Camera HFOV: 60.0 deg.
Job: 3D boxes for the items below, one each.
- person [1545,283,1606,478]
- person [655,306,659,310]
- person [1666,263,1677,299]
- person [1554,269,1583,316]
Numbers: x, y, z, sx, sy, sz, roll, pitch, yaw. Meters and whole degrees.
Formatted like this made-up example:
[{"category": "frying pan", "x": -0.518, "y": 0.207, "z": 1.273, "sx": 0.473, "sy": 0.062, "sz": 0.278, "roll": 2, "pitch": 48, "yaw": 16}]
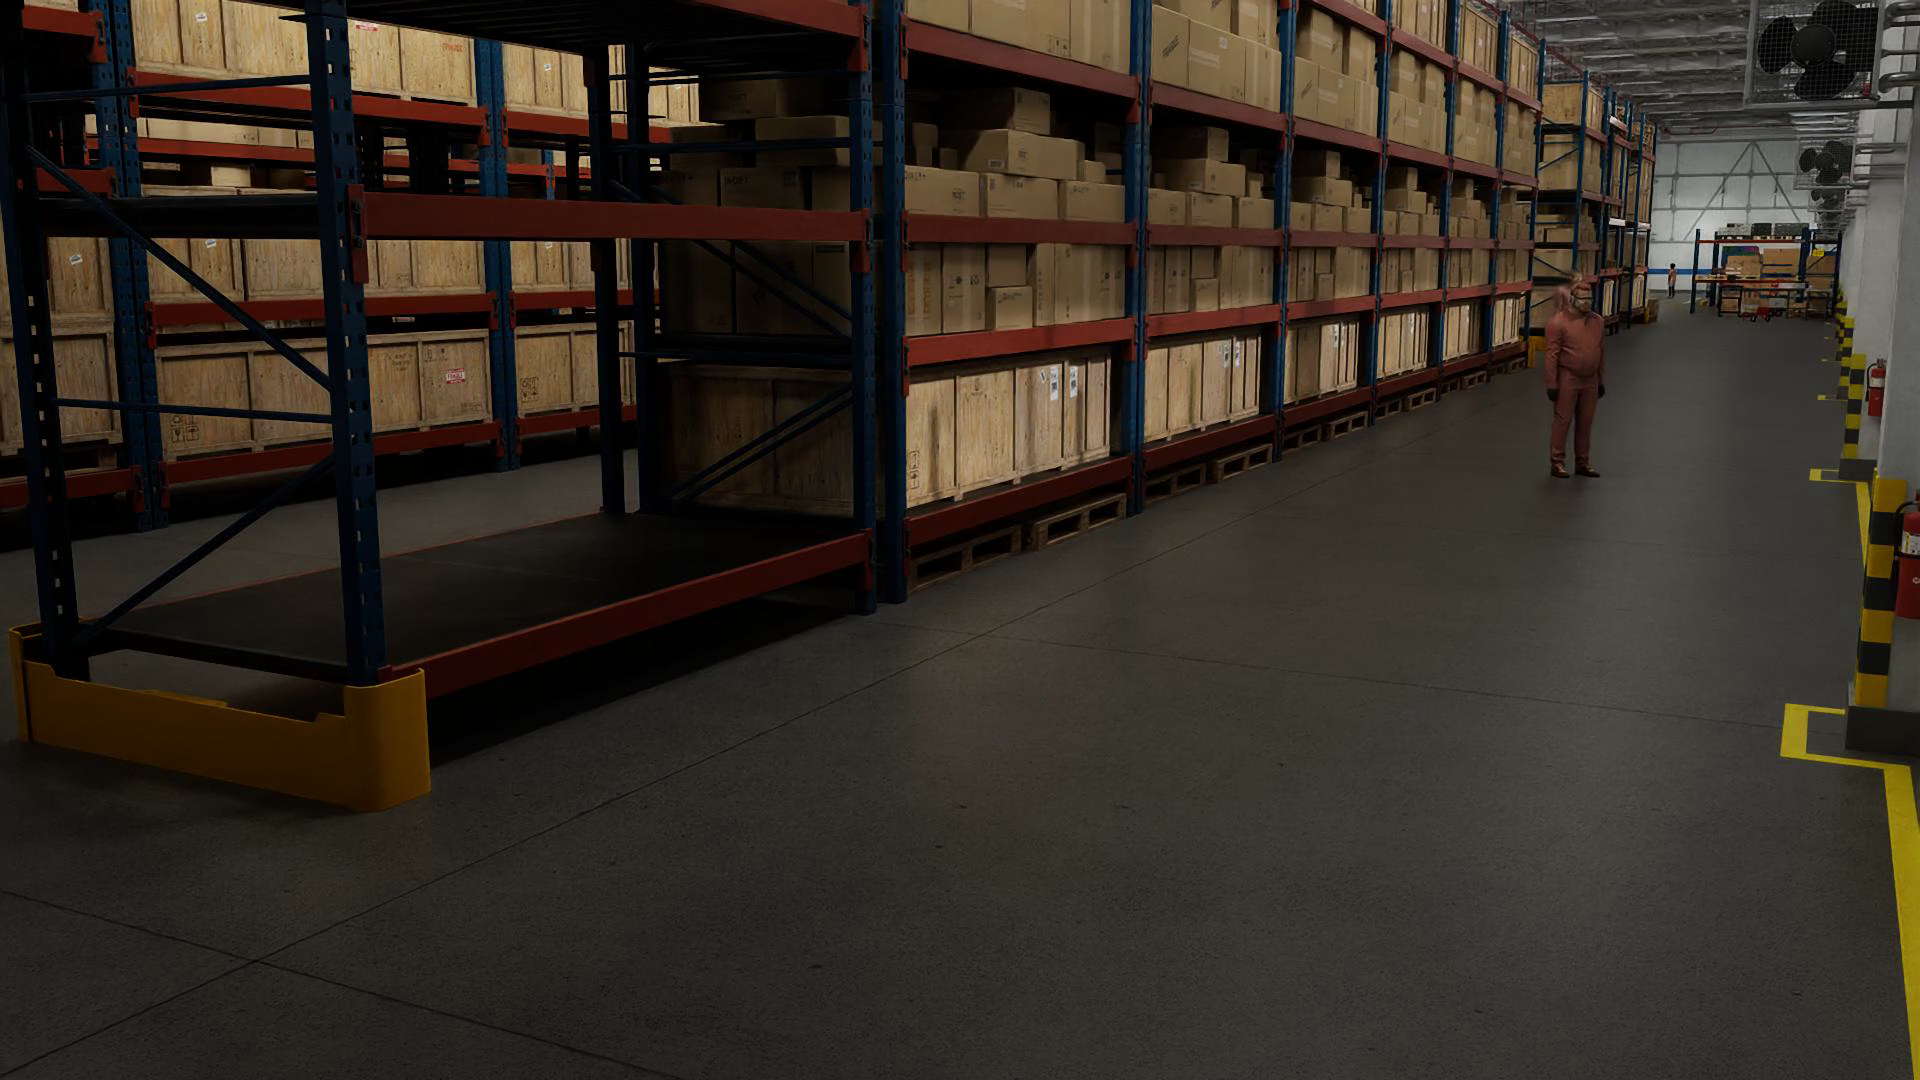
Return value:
[{"category": "person", "x": 5.976, "y": -1.540, "z": 16.128, "sx": 0.653, "sy": 1.894, "sz": 0.401, "roll": -3, "pitch": 10, "yaw": -18}, {"category": "person", "x": -4.815, "y": -3.313, "z": 26.296, "sx": 0.557, "sy": 1.927, "sz": 0.540, "roll": -2, "pitch": 10, "yaw": -14}, {"category": "person", "x": 33.914, "y": -12.331, "z": 79.192, "sx": 0.539, "sy": 1.687, "sz": 0.320, "roll": -7, "pitch": 12, "yaw": -33}, {"category": "person", "x": 11.328, "y": -4.076, "z": 30.835, "sx": 0.640, "sy": 1.877, "sz": 0.804, "roll": 1, "pitch": 10, "yaw": 7}]
